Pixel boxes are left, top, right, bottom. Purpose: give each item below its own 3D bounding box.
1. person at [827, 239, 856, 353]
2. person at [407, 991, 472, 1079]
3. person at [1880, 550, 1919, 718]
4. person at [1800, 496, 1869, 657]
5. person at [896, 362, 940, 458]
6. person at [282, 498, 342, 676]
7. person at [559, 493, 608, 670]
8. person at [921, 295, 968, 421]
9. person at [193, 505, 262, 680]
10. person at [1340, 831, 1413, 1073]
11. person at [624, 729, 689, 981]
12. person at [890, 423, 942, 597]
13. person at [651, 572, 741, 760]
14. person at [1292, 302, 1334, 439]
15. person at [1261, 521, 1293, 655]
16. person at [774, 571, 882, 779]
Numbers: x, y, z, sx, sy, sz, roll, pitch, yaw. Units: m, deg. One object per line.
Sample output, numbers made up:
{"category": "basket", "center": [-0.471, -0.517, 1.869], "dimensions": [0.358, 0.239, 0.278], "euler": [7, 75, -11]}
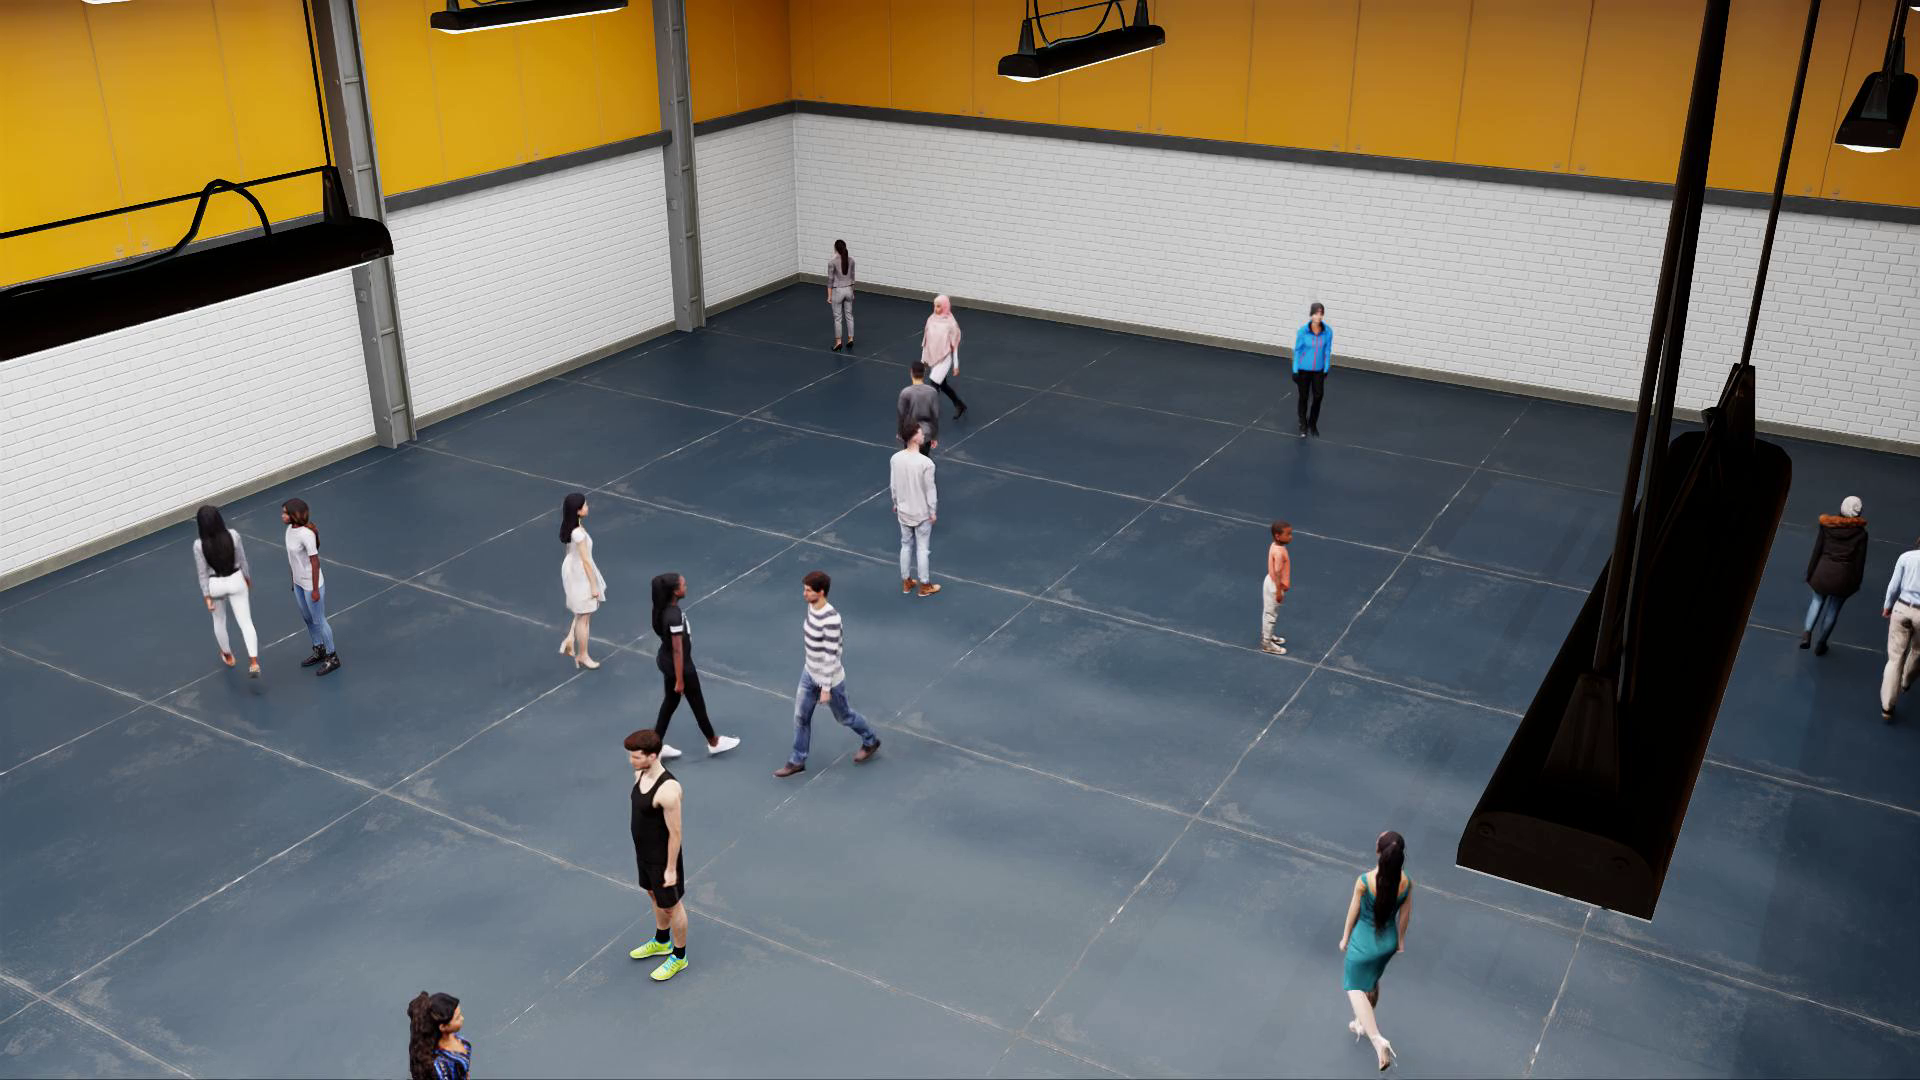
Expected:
{"category": "person", "center": [-1.756, -3.634, 24.701], "dimensions": [0.665, 1.678, 0.772], "euler": [-16, 28, -32]}
{"category": "person", "center": [-2.854, 3.196, 9.171], "dimensions": [0.990, 1.603, 0.967], "euler": [-4, 24, -9]}
{"category": "person", "center": [8.351, 0.722, 14.588], "dimensions": [0.709, 1.796, 1.196], "euler": [15, 28, 31]}
{"category": "person", "center": [8.193, 0.368, 15.612], "dimensions": [0.687, 1.625, 0.759], "euler": [19, 30, 37]}
{"category": "person", "center": [-0.457, -1.137, 18.916], "dimensions": [0.958, 1.737, 0.988], "euler": [-9, 25, -20]}
{"category": "person", "center": [-6.028, 0.416, 15.384], "dimensions": [0.630, 1.719, 0.579], "euler": [20, 31, 39]}
{"category": "person", "center": [-3.579, 0.419, 15.319], "dimensions": [0.894, 1.766, 0.827], "euler": [-10, 26, -22]}
{"category": "person", "center": [-0.195, -2.287, 21.514], "dimensions": [0.823, 1.761, 1.269], "euler": [20, 30, 38]}
{"category": "person", "center": [-6.679, 0.499, 15.226], "dimensions": [1.130, 1.693, 1.013], "euler": [-14, 27, -29]}
{"category": "person", "center": [2.620, 2.598, 10.461], "dimensions": [0.886, 1.664, 0.968], "euler": [-4, 24, -10]}
{"category": "person", "center": [-2.051, 2.101, 11.314], "dimensions": [0.729, 1.891, 0.762], "euler": [-16, 28, -33]}
{"category": "person", "center": [-0.461, -0.314, 16.904], "dimensions": [0.679, 1.839, 0.566], "euler": [14, 27, 29]}
{"category": "person", "center": [-2.425, 1.085, 13.875], "dimensions": [1.106, 1.702, 0.974], "euler": [-10, 26, -22]}
{"category": "person", "center": [4.461, -2.185, 21.253], "dimensions": [0.736, 1.785, 0.765], "euler": [3, 24, 6]}
{"category": "person", "center": [3.000, 0.430, 15.863], "dimensions": [0.608, 1.310, 0.504], "euler": [4, 24, 9]}
{"category": "person", "center": [-1.021, 1.107, 13.696], "dimensions": [1.285, 1.805, 1.028], "euler": [-15, 28, -30]}
